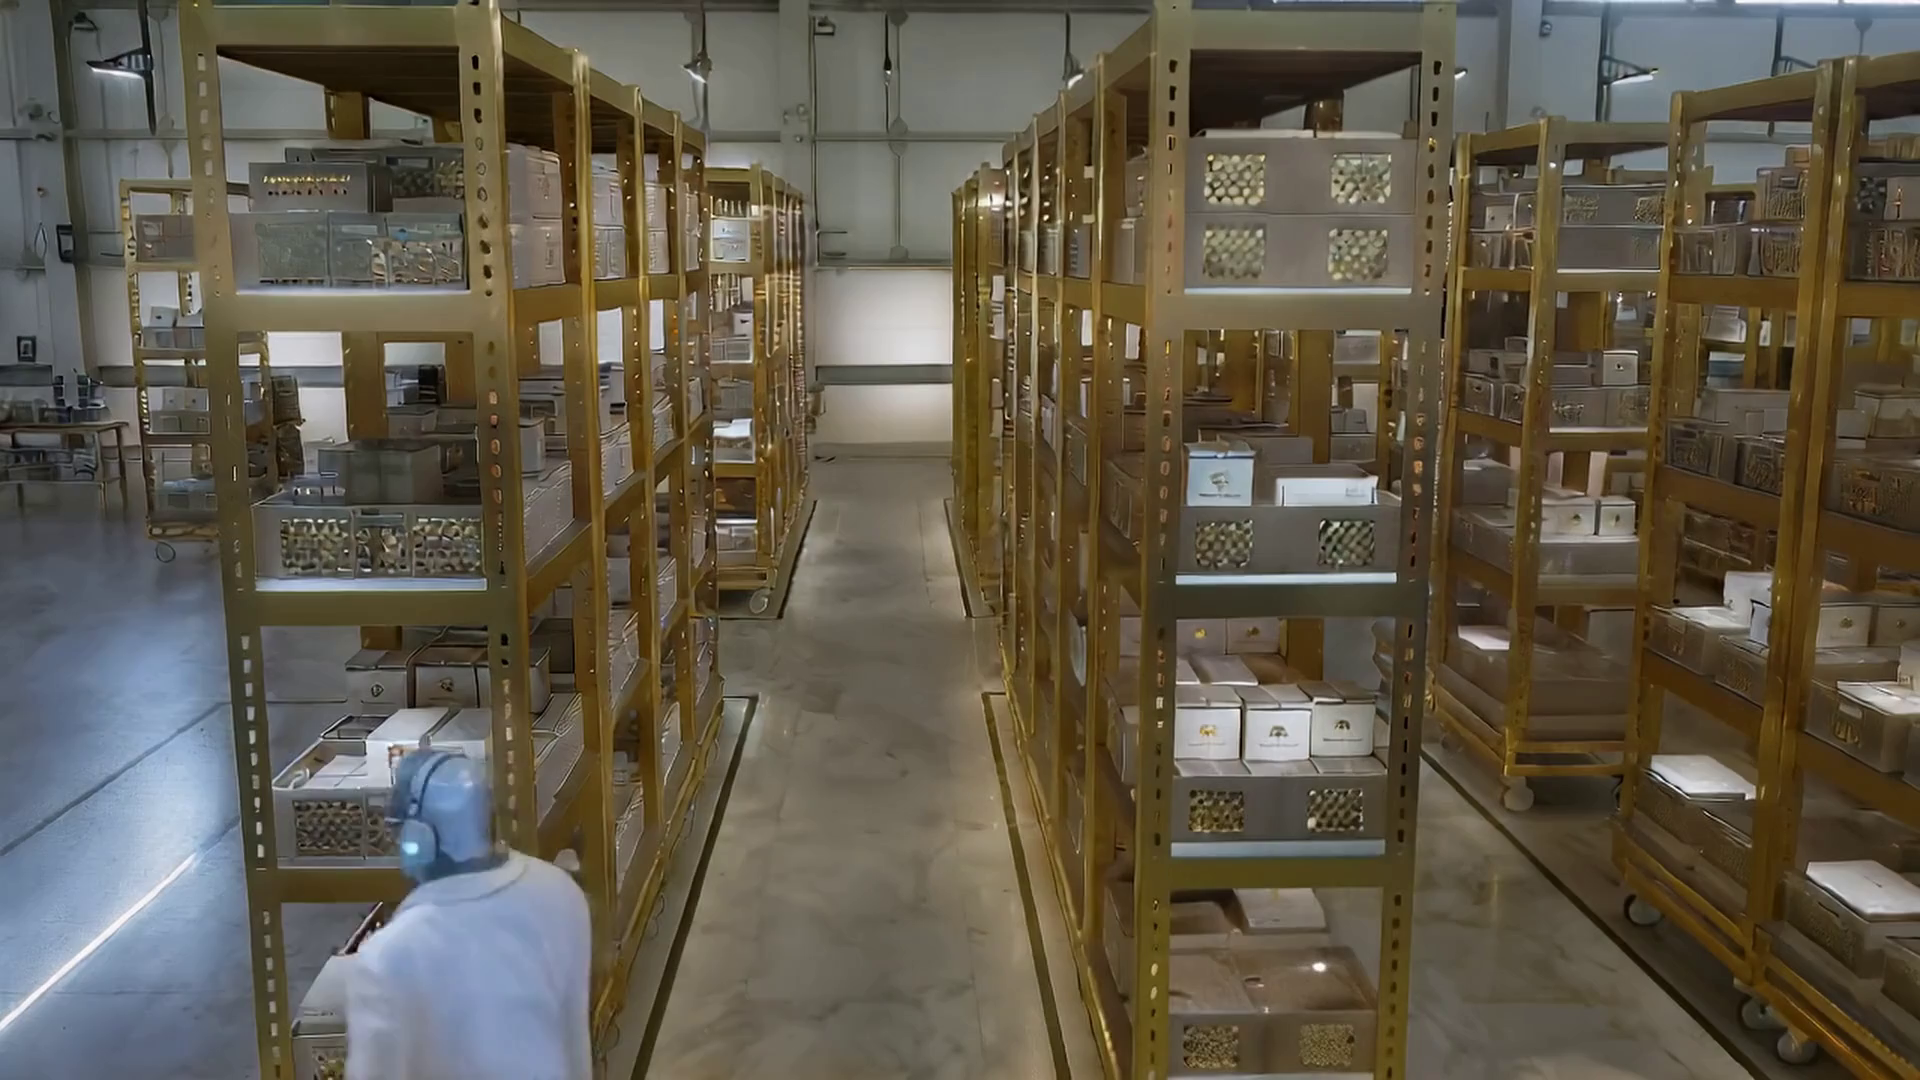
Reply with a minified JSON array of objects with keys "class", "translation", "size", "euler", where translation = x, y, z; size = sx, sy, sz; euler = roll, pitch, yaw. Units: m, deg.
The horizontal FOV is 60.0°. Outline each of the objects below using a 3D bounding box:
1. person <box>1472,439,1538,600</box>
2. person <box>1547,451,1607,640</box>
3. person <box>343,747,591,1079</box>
[{"class":"person","translation":[3.755,-0.028,11.506],"size":[0.630,1.969,0.481],"euler":[-5,11,-25]},{"class":"person","translation":[4.433,-0.056,12.052],"size":[0.567,1.847,0.389],"euler":[-7,12,-36]},{"class":"person","translation":[-1.103,1.388,3.717],"size":[0.443,1.893,0.651],"euler":[4,11,22]}]
